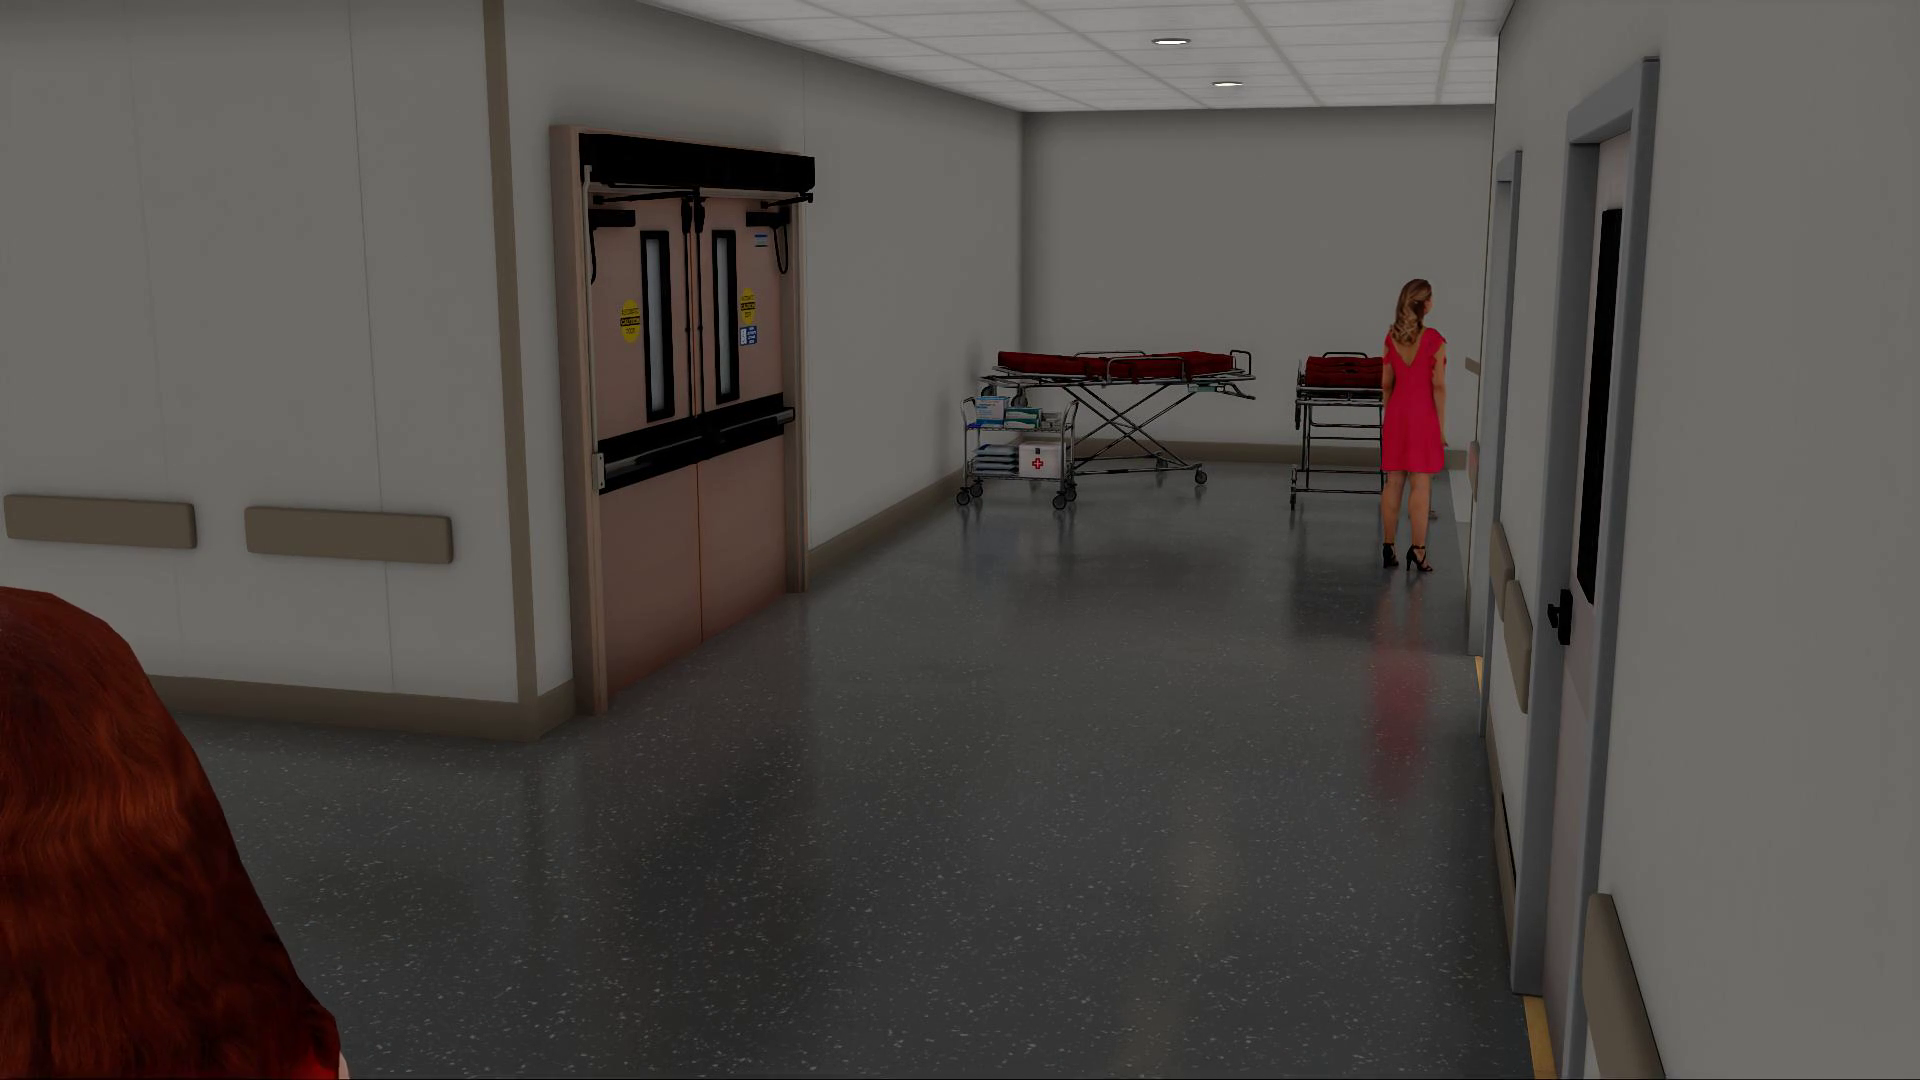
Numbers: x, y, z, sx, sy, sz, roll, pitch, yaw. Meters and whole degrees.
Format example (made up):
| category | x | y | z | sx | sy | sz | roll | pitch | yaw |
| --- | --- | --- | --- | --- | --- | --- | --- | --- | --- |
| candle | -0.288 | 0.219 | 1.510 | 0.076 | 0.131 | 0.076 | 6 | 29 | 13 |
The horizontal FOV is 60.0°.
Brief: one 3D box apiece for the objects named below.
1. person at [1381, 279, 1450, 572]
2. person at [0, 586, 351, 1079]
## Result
| category | x | y | z | sx | sy | sz | roll | pitch | yaw |
| --- | --- | --- | --- | --- | --- | --- | --- | --- | --- |
| person | 2.668 | -0.686 | 9.854 | 0.697 | 1.728 | 0.665 | -9 | 14 | -40 |
| person | -0.547 | 0.927 | 1.098 | 0.703 | 1.823 | 0.566 | 7 | 13 | 34 |
